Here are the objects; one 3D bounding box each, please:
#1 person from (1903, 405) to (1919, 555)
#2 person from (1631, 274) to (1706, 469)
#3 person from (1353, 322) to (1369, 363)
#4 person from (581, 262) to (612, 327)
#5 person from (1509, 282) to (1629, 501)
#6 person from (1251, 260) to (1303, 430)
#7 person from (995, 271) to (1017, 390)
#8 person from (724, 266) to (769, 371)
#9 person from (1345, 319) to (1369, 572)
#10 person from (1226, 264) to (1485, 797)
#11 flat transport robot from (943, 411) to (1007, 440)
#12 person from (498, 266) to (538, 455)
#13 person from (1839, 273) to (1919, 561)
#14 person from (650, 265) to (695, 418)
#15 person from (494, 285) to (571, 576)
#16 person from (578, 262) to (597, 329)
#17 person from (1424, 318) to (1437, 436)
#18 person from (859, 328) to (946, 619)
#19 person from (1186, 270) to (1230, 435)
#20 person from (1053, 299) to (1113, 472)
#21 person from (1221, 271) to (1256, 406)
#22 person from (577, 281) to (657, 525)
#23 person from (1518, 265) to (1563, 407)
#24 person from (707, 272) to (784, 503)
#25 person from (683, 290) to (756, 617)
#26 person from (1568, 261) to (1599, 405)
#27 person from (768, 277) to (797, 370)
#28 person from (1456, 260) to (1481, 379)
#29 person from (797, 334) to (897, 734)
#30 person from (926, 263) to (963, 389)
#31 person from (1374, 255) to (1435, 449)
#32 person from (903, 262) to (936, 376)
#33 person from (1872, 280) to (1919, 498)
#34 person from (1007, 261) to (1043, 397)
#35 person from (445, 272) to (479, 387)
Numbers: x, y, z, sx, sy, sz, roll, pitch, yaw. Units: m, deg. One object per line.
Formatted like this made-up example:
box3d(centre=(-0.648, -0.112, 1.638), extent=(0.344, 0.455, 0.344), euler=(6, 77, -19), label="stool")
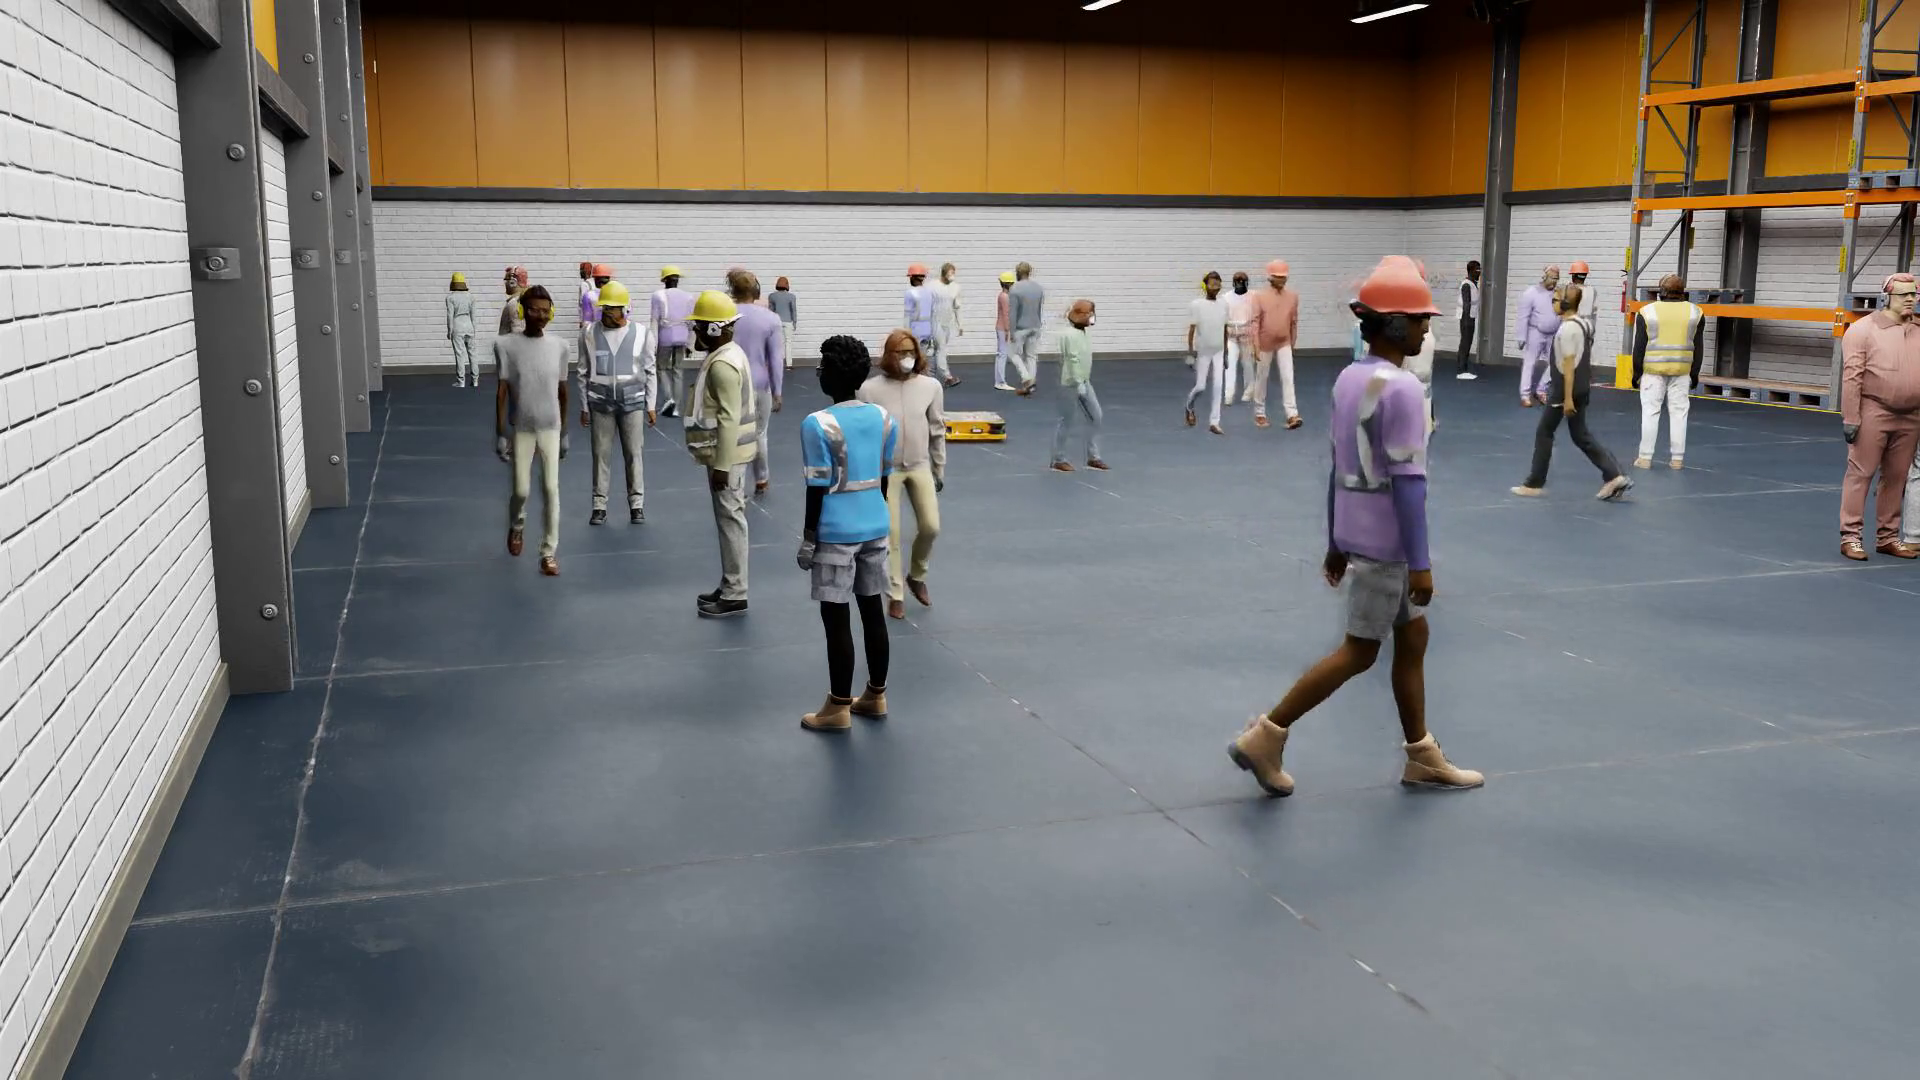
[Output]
box3d(centre=(6.568, -0.777, 11.053), extent=(0.429, 1.846, 0.626), euler=(-4, 10, -19), label="person")
box3d(centre=(6.682, -1.587, 15.746), extent=(0.633, 1.843, 0.429), euler=(2, 10, 9), label="person")
box3d(centre=(4.293, -1.778, 17.571), extent=(0.532, 1.593, 0.868), euler=(-7, 12, -37), label="person")
box3d(centre=(-4.365, -2.414, 20.295), extent=(0.585, 1.922, 0.408), euler=(-6, 12, -33), label="person")
box3d(centre=(5.098, -1.219, 13.741), extent=(0.921, 1.812, 0.520), euler=(7, 12, 37), label="person")
box3d(centre=(3.672, -2.250, 19.283), extent=(0.622, 1.944, 1.007), euler=(-1, 10, -9), label="person")
box3d(centre=(0.691, -3.119, 24.832), extent=(0.331, 1.767, 0.527), euler=(-1, 10, -5), label="person")
box3d(centre=(-2.373, -1.980, 17.870), extent=(0.673, 1.887, 0.657), euler=(-1, 10, -7), label="person")
box3d(centre=(2.605, -0.624, 10.386), extent=(0.322, 1.769, 0.523), euler=(1, 10, 3), label="person")
box3d(centre=(1.493, -0.012, 6.181), extent=(0.983, 2.016, 0.616), euler=(0, 10, -2), label="person")
box3d(centre=(0.114, -1.281, 18.516), extent=(0.652, 0.197, 1.431), euler=(-1, 10, -5), label="flat transport robot")
box3d(centre=(-4.468, -1.813, 16.867), extent=(0.407, 1.906, 0.655), euler=(1, 10, 3), label="person")
box3d(centre=(6.191, -0.814, 11.087), extent=(0.641, 1.908, 0.408), euler=(-2, 10, -10), label="person")
box3d(centre=(-3.586, -2.463, 20.671), extent=(0.636, 1.887, 0.469), euler=(-6, 12, -32), label="person")
box3d(centre=(-2.750, -0.712, 10.673), extent=(0.525, 1.846, 0.639), euler=(-5, 11, -25), label="person")
box3d(centre=(-6.221, -3.706, 27.891), extent=(0.340, 1.882, 0.586), euler=(2, 10, 11), label="person")
box3d(centre=(4.953, -1.940, 18.354), extent=(0.921, 1.645, 0.532), euler=(-7, 12, -33), label="person")
box3d(centre=(-0.326, -0.375, 9.370), extent=(0.531, 1.626, 0.386), euler=(-3, 10, -15), label="person")
box3d(centre=(2.816, -2.141, 18.940), extent=(0.526, 1.848, 0.752), euler=(-3, 10, -16), label="person")
box3d(centre=(1.161, -1.414, 15.430), extent=(0.662, 1.611, 0.504), euler=(6, 11, 31), label="person")
box3d(centre=(3.817, -2.743, 22.568), extent=(0.637, 1.805, 0.939), euler=(4, 10, 19), label="person")
box3d(centre=(-2.581, -1.025, 12.535), extent=(0.591, 1.828, 0.404), euler=(-1, 10, -7), label="person")
box3d(centre=(7.712, -2.682, 21.998), extent=(0.773, 1.873, 0.502), euler=(-2, 10, -11), label="person")
box3d(centre=(-1.769, -1.259, 13.736), extent=(0.647, 1.885, 1.009), euler=(0, 10, 0), label="person")
box3d(centre=(-1.349, -0.482, 9.374), extent=(0.404, 1.834, 0.592), euler=(-1, 10, -6), label="person")
box3d(centre=(8.252, -2.763, 22.280), extent=(0.550, 1.935, 0.375), euler=(-3, 10, -19), label="person")
box3d(centre=(-3.091, -3.766, 28.984), extent=(0.502, 1.627, 0.270), euler=(1, 10, 5), label="person")
box3d(centre=(8.260, -3.575, 27.039), extent=(0.376, 1.916, 0.599), euler=(5, 11, 25), label="person")
box3d(centre=(-0.488, -0.025, 7.114), extent=(0.318, 1.700, 0.535), euler=(7, 12, 37), label="person")
box3d(centre=(-0.237, -3.231, 25.124), extent=(0.643, 1.879, 1.025), euler=(-8, 12, -37), label="person")
box3d(centre=(2.486, -0.613, 9.570), extent=(0.496, 2.024, 0.630), euler=(-1, 10, -8), label="person")
box3d(centre=(-0.527, -2.753, 22.274), extent=(0.553, 1.917, 0.559), euler=(8, 13, 39), label="person")
box3d(centre=(8.165, -1.258, 13.745), extent=(0.937, 1.888, 0.567), euler=(0, 10, 3), label="person")
box3d(centre=(0.922, -2.982, 23.596), extent=(0.642, 1.926, 0.442), euler=(-8, 13, -39), label="person")
box3d(centre=(-7.618, -3.204, 25.390), extent=(0.312, 1.744, 0.487), euler=(10, 14, 44), label="person")
